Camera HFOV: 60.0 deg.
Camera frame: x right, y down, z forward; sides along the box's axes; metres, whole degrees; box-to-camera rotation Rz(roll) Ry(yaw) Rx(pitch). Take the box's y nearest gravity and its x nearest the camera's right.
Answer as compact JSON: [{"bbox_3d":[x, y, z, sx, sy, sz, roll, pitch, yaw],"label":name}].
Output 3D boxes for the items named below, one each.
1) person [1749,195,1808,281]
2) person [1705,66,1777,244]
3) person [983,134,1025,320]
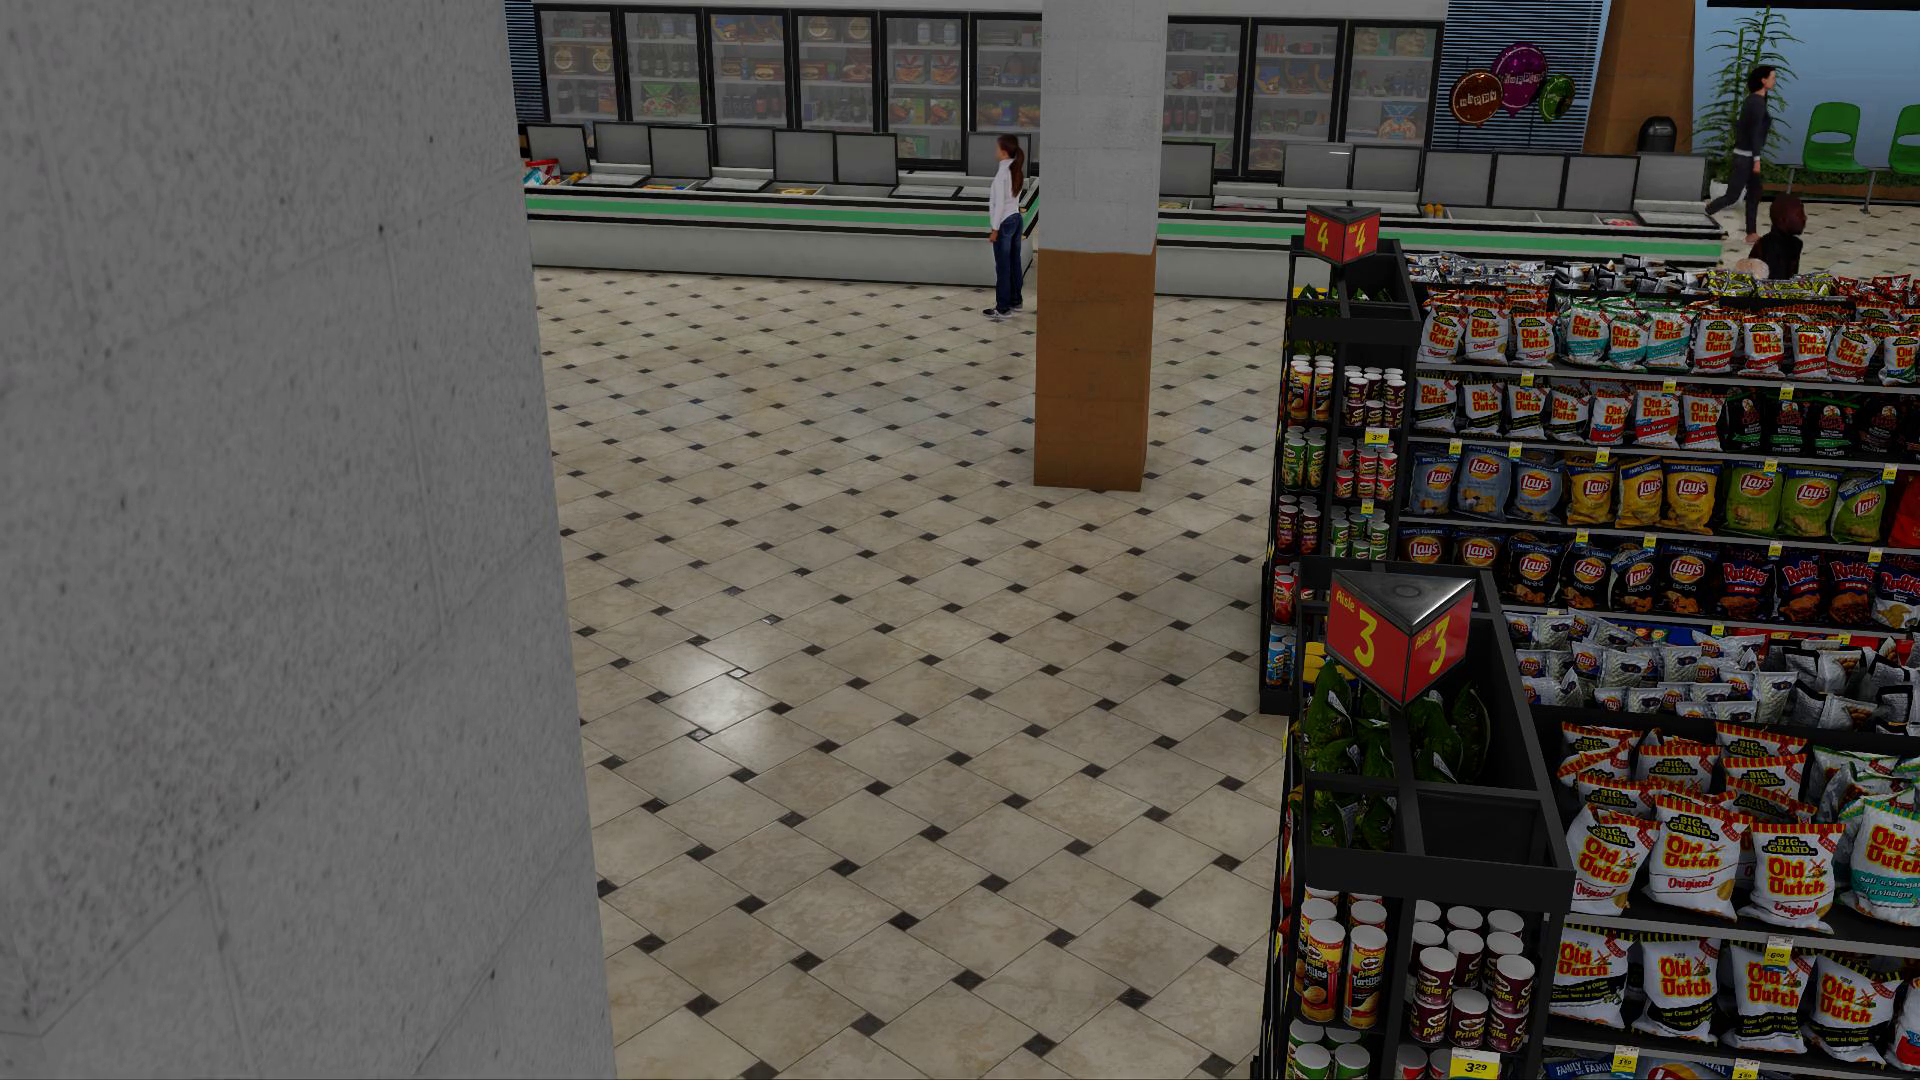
[{"bbox_3d":[5.081,-1.338,10.835,1.282,1.792,0.964,12,27,26],"label":"person"},{"bbox_3d":[7.707,-3.786,16.500,1.111,1.736,0.678,6,24,14],"label":"person"},{"bbox_3d":[0.407,-2.691,14.220,0.625,1.558,0.602,14,27,28],"label":"person"}]
